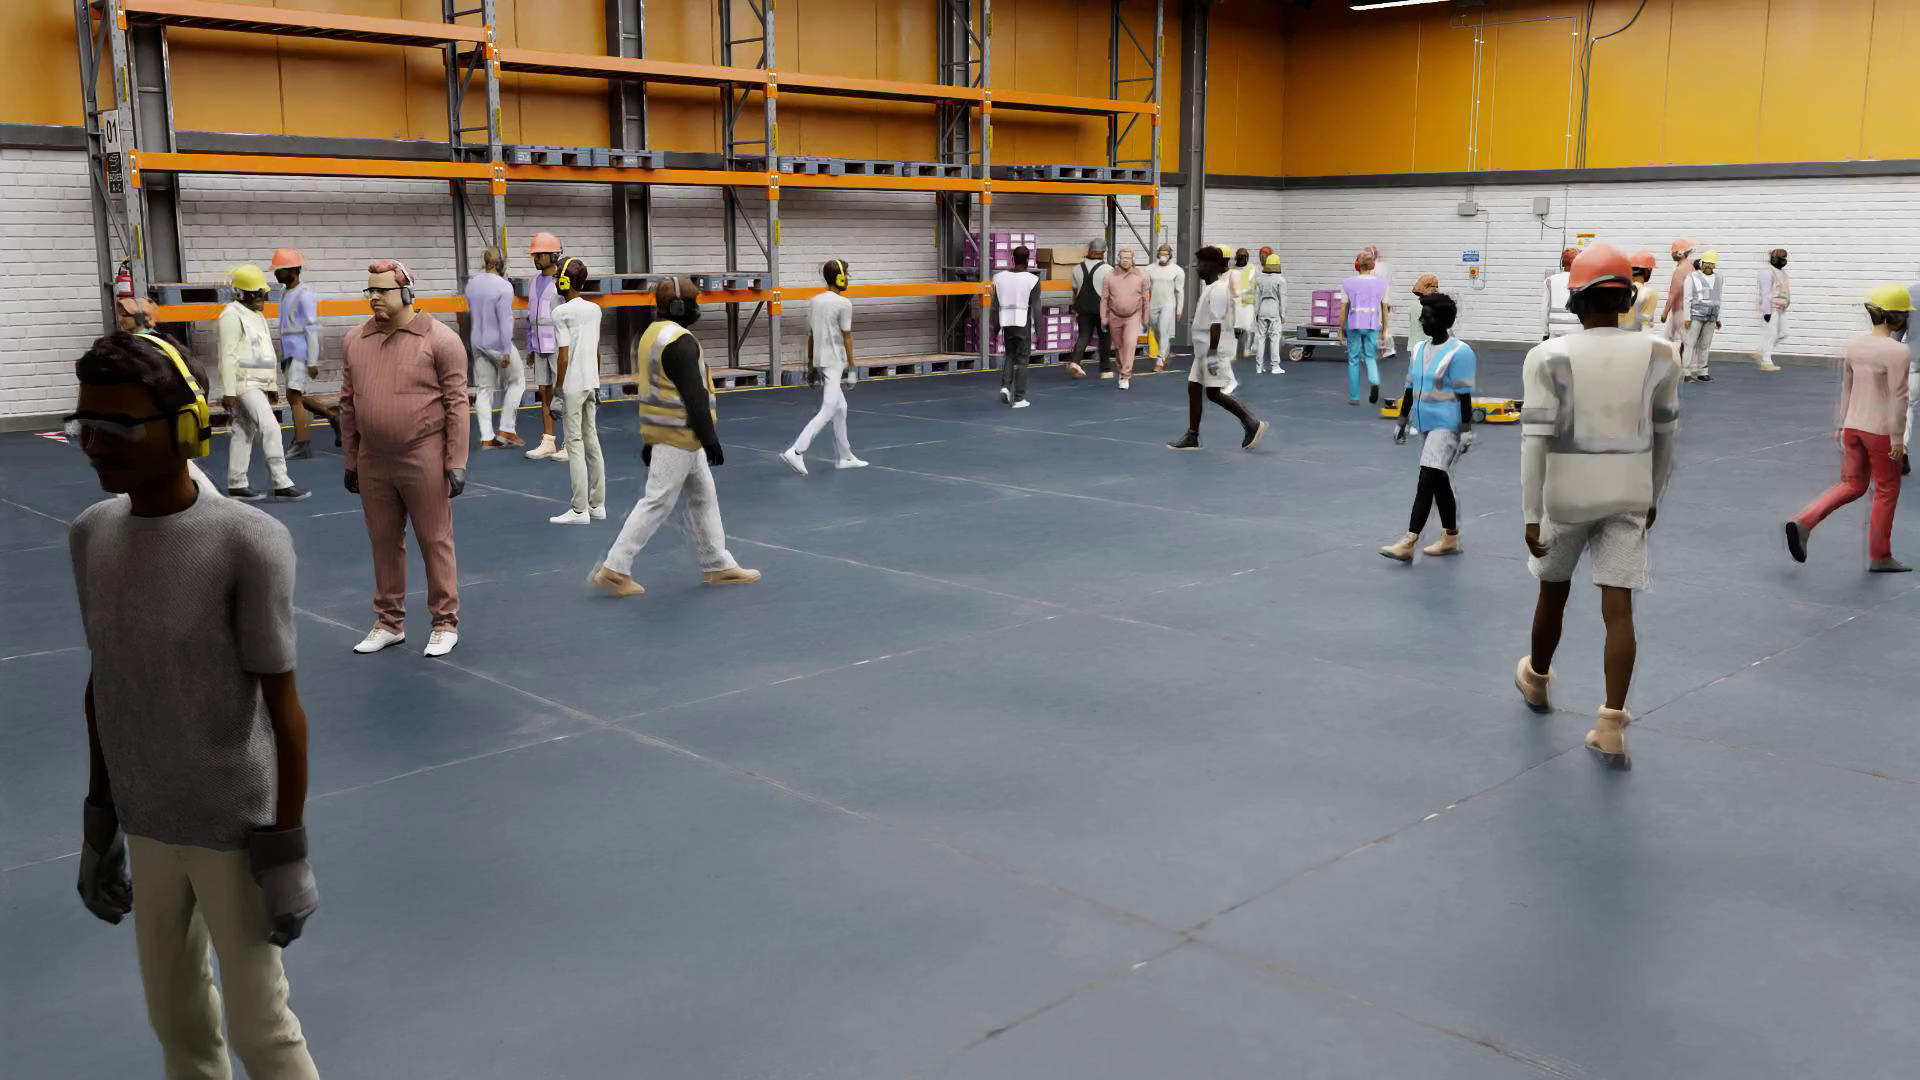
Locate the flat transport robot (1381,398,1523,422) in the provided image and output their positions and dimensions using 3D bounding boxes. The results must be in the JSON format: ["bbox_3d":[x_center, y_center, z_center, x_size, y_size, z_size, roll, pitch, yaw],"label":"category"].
[{"bbox_3d":[5.443,-1.461,18.340,1.431,0.197,0.652,5,12,26],"label":"flat transport robot"}]

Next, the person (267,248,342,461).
[{"bbox_3d":[-5.929,-1.688,15.088,0.692,1.914,0.544,-9,14,-40],"label":"person"}]

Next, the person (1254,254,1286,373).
[{"bbox_3d":[4.580,-3.327,24.504,0.493,1.740,0.325,8,13,36],"label":"person"}]

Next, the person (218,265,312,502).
[{"bbox_3d":[-5.251,-1.170,12.586,0.790,1.790,0.627,-1,10,-5],"label":"person"}]

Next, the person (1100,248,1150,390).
[{"bbox_3d":[2.201,-2.962,22.203,0.638,1.868,0.998,3,11,15],"label":"person"}]

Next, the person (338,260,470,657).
[{"bbox_3d":[-2.687,-0.383,8.000,0.654,1.906,0.406,2,11,12],"label":"person"}]

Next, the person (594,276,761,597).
[{"bbox_3d":[-1.644,-0.582,9.401,0.961,1.805,0.618,-4,11,-19],"label":"person"}]

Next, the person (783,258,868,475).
[{"bbox_3d":[-1.156,-1.477,14.187,0.908,1.839,0.527,-9,14,-40],"label":"person"}]

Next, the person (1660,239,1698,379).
[{"bbox_3d":[10.077,-3.265,23.550,0.980,1.953,0.630,7,13,34],"label":"person"}]

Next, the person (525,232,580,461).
[{"bbox_3d":[-3.687,-1.729,14.959,0.605,2.045,0.379,7,12,33],"label":"person"}]

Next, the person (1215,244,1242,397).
[{"bbox_3d":[3.261,-2.715,20.686,0.420,1.911,0.622,-4,11,-19],"label":"person"}]

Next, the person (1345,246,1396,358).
[{"bbox_3d":[6.876,-3.946,27.630,1.001,1.850,0.680,9,14,41],"label":"person"}]

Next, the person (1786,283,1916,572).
[{"bbox_3d":[5.403,-0.658,9.941,0.664,1.747,0.525,-1,10,-6],"label":"person"}]

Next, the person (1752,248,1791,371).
[{"bbox_3d":[12.169,-3.437,24.867,0.647,1.824,0.444,-9,14,-41],"label":"person"}]

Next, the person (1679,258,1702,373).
[{"bbox_3d":[10.628,-3.216,24.045,0.530,1.689,0.321,-5,11,-24],"label":"person"}]

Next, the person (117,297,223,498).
[{"bbox_3d":[-5.575,-0.888,11.556,0.513,1.608,0.805,8,13,38],"label":"person"}]

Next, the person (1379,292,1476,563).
[{"bbox_3d":[2.862,-0.689,10.321,0.786,1.664,0.549,-4,11,-19],"label":"person"}]

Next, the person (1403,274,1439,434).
[{"bbox_3d":[4.707,-1.886,16.960,0.271,1.629,0.500,-1,10,-6],"label":"person"}]

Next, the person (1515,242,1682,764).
[{"bbox_3d":[2.526,-0.177,6.662,0.616,1.988,1.057,2,11,9],"label":"person"}]

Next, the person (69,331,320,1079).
[{"bbox_3d":[-1.416,0.545,3.073,0.514,1.861,0.318,4,11,22],"label":"person"}]

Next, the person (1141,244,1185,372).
[{"bbox_3d":[3.073,-3.488,24.974,0.643,1.900,0.951,5,12,27],"label":"person"}]

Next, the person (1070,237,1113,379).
[{"bbox_3d":[1.855,-3.269,23.372,0.685,2.000,0.897,7,12,33],"label":"person"}]

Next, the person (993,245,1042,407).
[{"bbox_3d":[0.687,-2.511,19.611,0.627,1.900,0.458,5,12,27],"label":"person"}]

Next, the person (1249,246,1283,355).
[{"bbox_3d":[5.202,-4.043,28.133,0.769,1.851,0.633,-7,13,-34],"label":"person"}]

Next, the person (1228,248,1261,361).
[{"bbox_3d":[4.509,-3.789,26.793,0.652,1.823,0.451,3,11,17],"label":"person"}]

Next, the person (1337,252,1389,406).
[{"bbox_3d":[4.763,-2.482,19.657,0.571,1.830,0.548,0,10,-2],"label":"person"}]

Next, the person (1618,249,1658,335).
[{"bbox_3d":[6.516,-1.885,16.255,0.987,1.895,0.555,-6,12,-31],"label":"person"}]

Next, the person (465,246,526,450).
[{"bbox_3d":[-4.396,-1.817,15.778,0.630,1.916,0.533,6,12,29],"label":"person"}]

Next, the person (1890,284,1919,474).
[{"bbox_3d":[8.253,-1.513,14.201,0.640,1.904,0.986,7,12,32],"label":"person"}]

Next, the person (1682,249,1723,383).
[{"bbox_3d":[10.203,-3.062,22.827,0.588,1.826,0.404,-2,11,-12],"label":"person"}]

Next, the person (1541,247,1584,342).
[{"bbox_3d":[6.829,-2.341,18.737,0.342,1.882,0.586,-8,13,-37],"label":"person"}]

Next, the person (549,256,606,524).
[{"bbox_3d":[-2.709,-1.045,11.697,0.328,1.876,0.514,4,11,21],"label":"person"}]

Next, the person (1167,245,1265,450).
[{"bbox_3d":[2.411,-1.783,15.556,0.833,1.938,0.620,0,10,-1],"label":"person"}]
